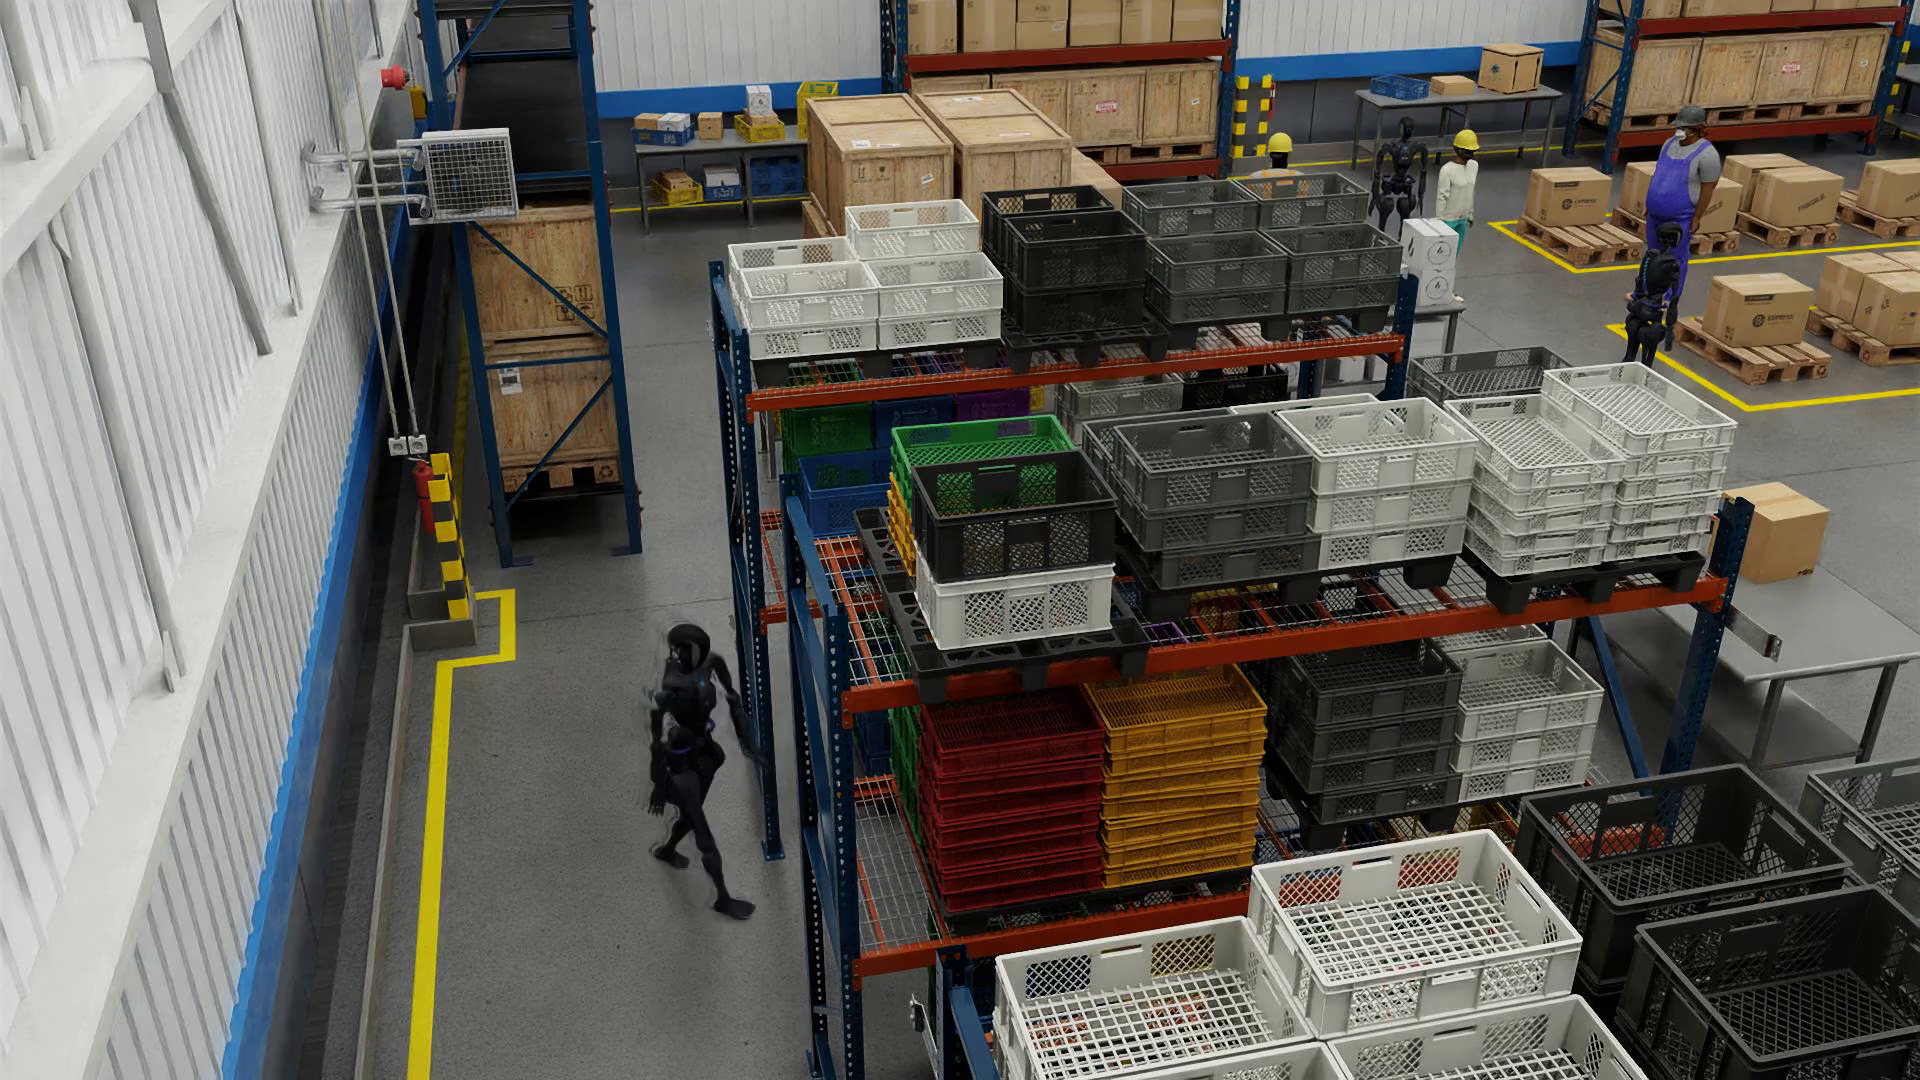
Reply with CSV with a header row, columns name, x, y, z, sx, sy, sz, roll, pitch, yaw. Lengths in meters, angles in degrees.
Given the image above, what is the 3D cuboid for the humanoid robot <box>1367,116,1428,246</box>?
name,x,y,z,sx,sy,sz,roll,pitch,yaw
humanoid robot,4.551,-3.595,17.349,0.569,1.651,0.344,0,28,0

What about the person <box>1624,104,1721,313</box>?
name,x,y,z,sx,sy,sz,roll,pitch,yaw
person,6.983,-3.256,16.326,0.537,2.000,0.688,-12,30,-22

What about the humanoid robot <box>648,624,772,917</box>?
name,x,y,z,sx,sy,sz,roll,pitch,yaw
humanoid robot,-1.368,1.121,8.481,0.775,1.622,0.526,14,31,24

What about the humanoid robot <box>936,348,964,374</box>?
name,x,y,z,sx,sy,sz,roll,pitch,yaw
humanoid robot,-0.076,-0.731,11.908,0.325,1.657,0.598,5,28,10

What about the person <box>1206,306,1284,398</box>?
name,x,y,z,sx,sy,sz,roll,pitch,yaw
person,2.186,-1.337,12.733,0.624,1.992,0.384,0,28,1

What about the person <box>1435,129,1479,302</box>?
name,x,y,z,sx,sy,sz,roll,pitch,yaw
person,4.904,-3.187,16.487,0.529,1.768,0.310,-18,33,-31

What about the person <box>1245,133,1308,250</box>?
name,x,y,z,sx,sy,sz,roll,pitch,yaw
person,2.952,-2.881,15.738,0.587,1.923,0.379,1,28,3

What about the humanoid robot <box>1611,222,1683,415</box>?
name,x,y,z,sx,sy,sz,roll,pitch,yaw
humanoid robot,5.842,-1.883,14.092,0.315,1.657,0.602,-5,28,-10
